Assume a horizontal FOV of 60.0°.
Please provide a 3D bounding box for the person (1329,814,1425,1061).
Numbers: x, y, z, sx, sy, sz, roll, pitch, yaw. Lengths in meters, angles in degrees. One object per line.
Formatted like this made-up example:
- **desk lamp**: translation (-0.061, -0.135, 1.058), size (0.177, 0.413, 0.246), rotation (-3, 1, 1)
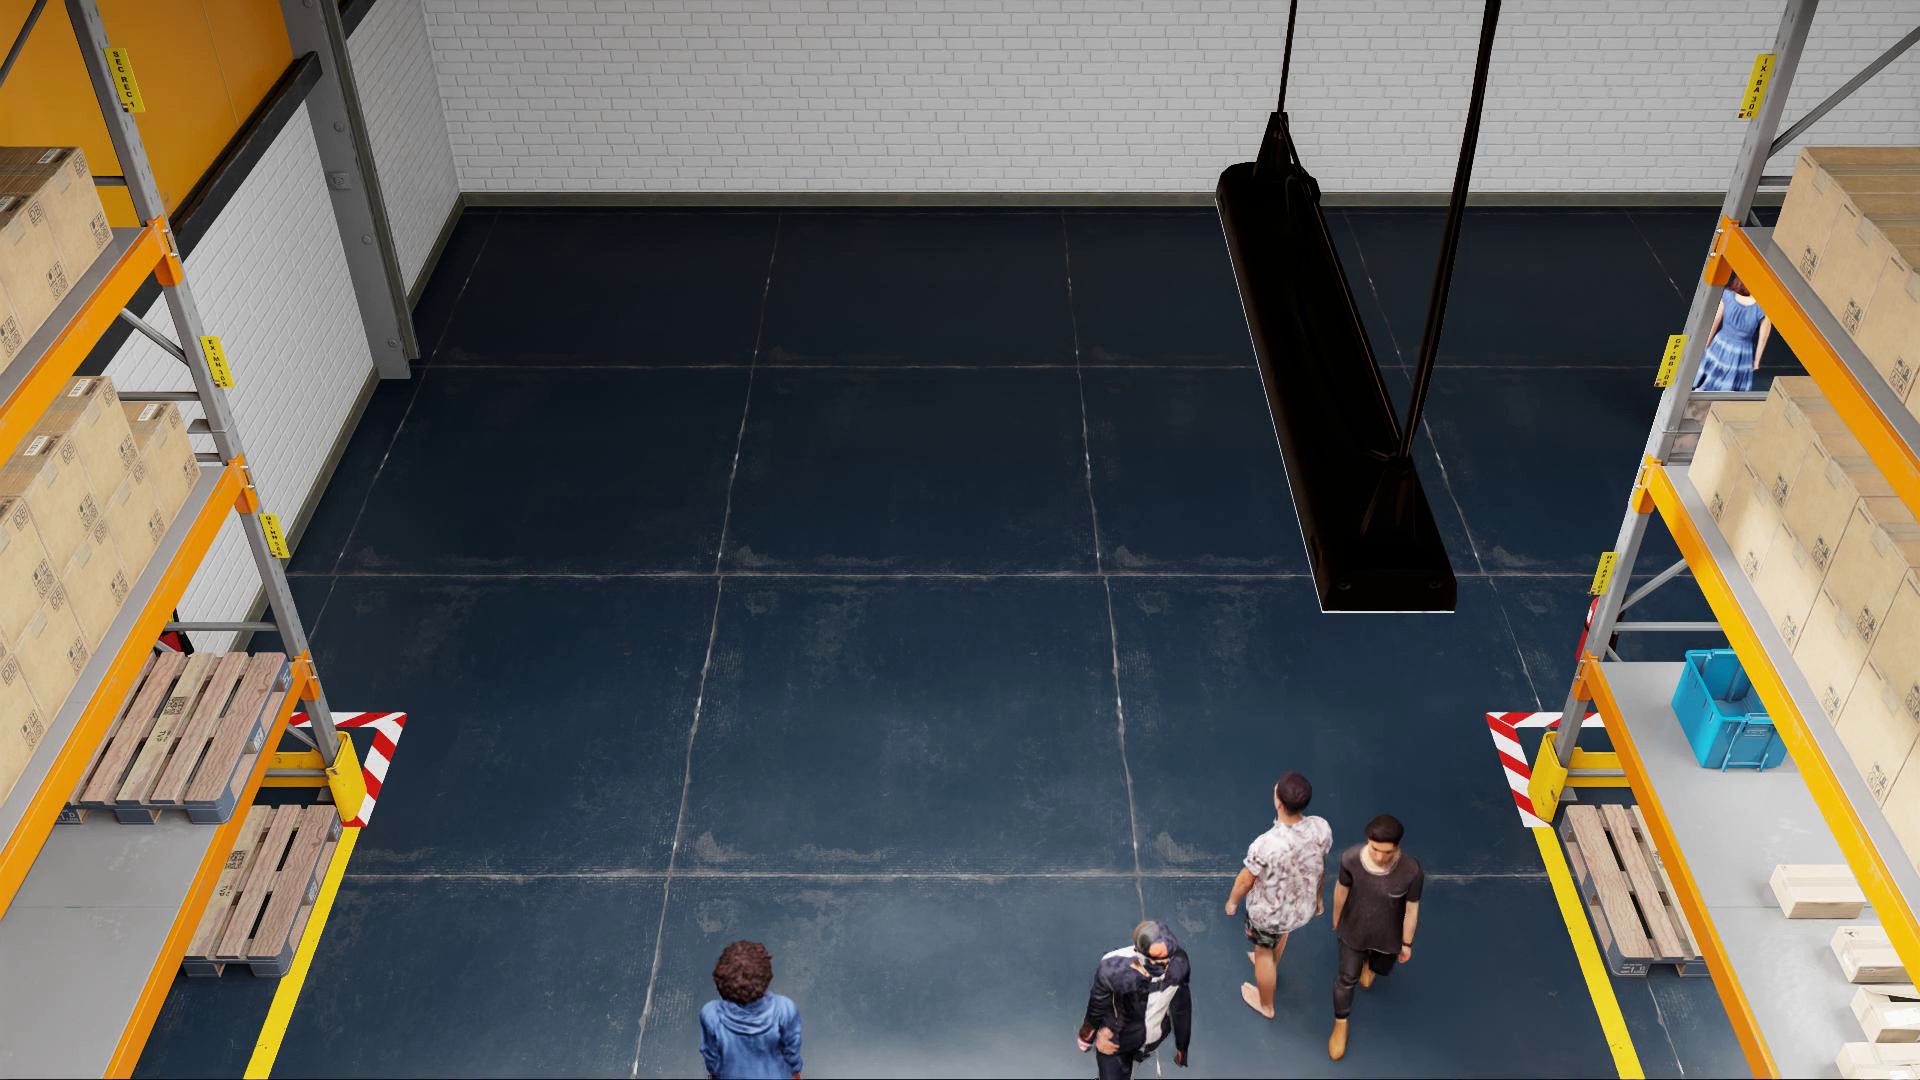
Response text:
- **person**: translation (2.331, 2.108, 9.330), size (0.811, 1.691, 1.094), rotation (9, 40, 12)

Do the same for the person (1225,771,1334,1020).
- **person**: translation (1.841, 2.062, 9.302), size (0.804, 1.798, 0.831), rotation (-15, 41, -18)

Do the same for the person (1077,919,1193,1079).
- **person**: translation (0.864, 2.510, 8.699), size (0.923, 1.851, 1.208), rotation (-10, 40, -12)

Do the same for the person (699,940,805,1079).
- **person**: translation (-1.055, 2.708, 8.486), size (0.695, 1.806, 0.586), rotation (-5, 39, -6)
